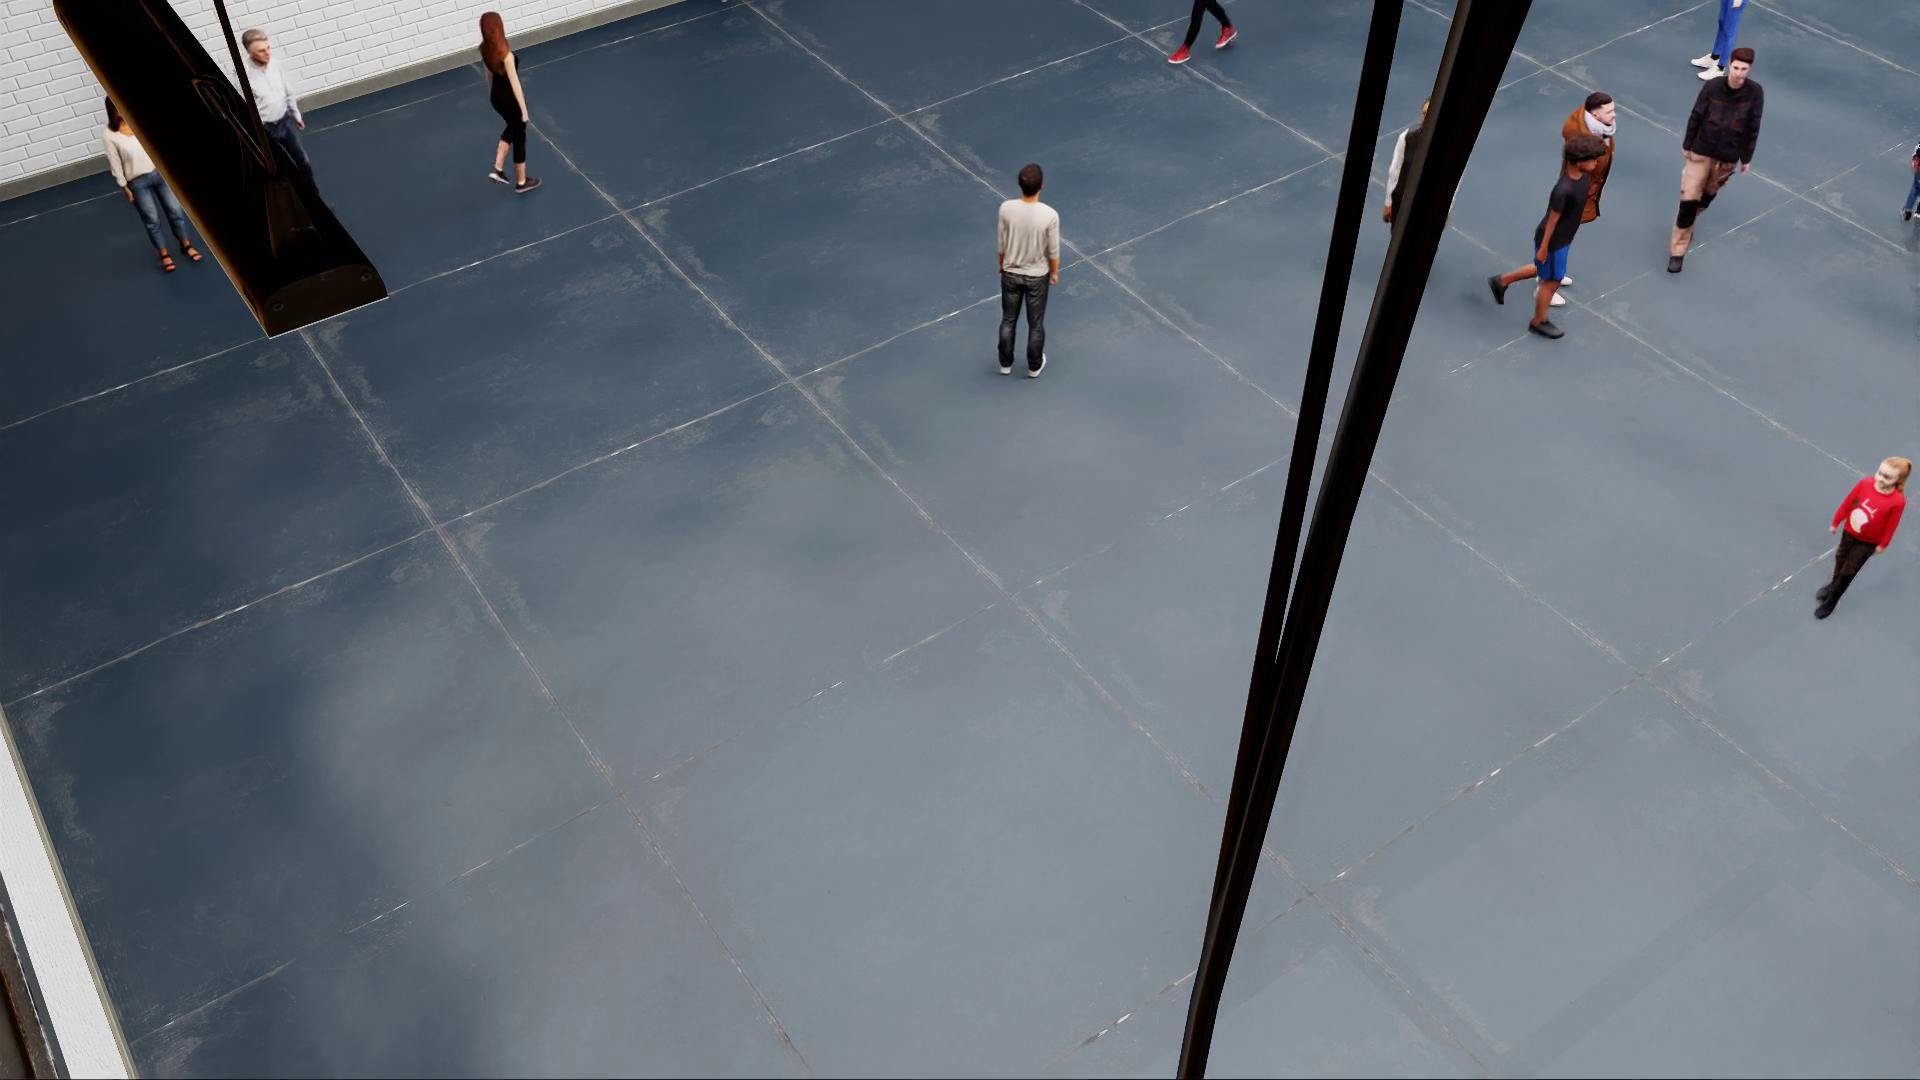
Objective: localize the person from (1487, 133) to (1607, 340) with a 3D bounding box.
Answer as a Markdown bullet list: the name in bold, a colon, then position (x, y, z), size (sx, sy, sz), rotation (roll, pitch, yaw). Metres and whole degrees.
- **person**: position (4.668, -2.451, 13.255), size (0.891, 1.776, 0.998), rotation (28, 50, 26)

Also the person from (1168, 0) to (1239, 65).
- **person**: position (2.556, -5.645, 16.708), size (1.114, 1.638, 0.656), rotation (-22, 48, -22)

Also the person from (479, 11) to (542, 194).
- **person**: position (-4.088, -3.842, 14.757), size (0.687, 1.717, 0.776), rotation (30, 51, 27)

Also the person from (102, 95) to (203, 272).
- **person**: position (-6.818, -3.042, 13.950), size (0.543, 1.674, 0.718), rotation (-34, 53, -31)

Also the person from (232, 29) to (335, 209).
- **person**: position (-5.962, -3.607, 14.452), size (1.083, 1.800, 0.910), rotation (23, 48, 22)

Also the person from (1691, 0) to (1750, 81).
- **person**: position (7.662, -5.402, 16.358), size (0.765, 1.769, 0.716), rotation (5, 44, 5)

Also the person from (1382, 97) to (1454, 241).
- **person**: position (3.728, -2.750, 13.478), size (0.960, 1.902, 1.094), rotation (19, 47, 19)

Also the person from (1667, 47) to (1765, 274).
- **person**: position (6.381, -3.287, 14.052), size (1.190, 1.885, 1.307), rotation (11, 45, 12)

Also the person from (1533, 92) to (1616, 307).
- **person**: position (5.012, -2.808, 13.583), size (0.902, 1.839, 0.816), rotation (18, 46, 18)

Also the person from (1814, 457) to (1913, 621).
- **person**: position (6.070, -0.067, 11.119), size (0.633, 1.270, 0.504), rotation (-25, 49, -24)

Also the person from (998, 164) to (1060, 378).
- **person**: position (0.501, -2.056, 12.819), size (0.723, 1.805, 0.769), rotation (10, 45, 11)

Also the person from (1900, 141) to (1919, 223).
- **person**: position (8.541, -3.302, 14.553), size (0.604, 1.217, 0.644), rotation (12, 45, 13)
